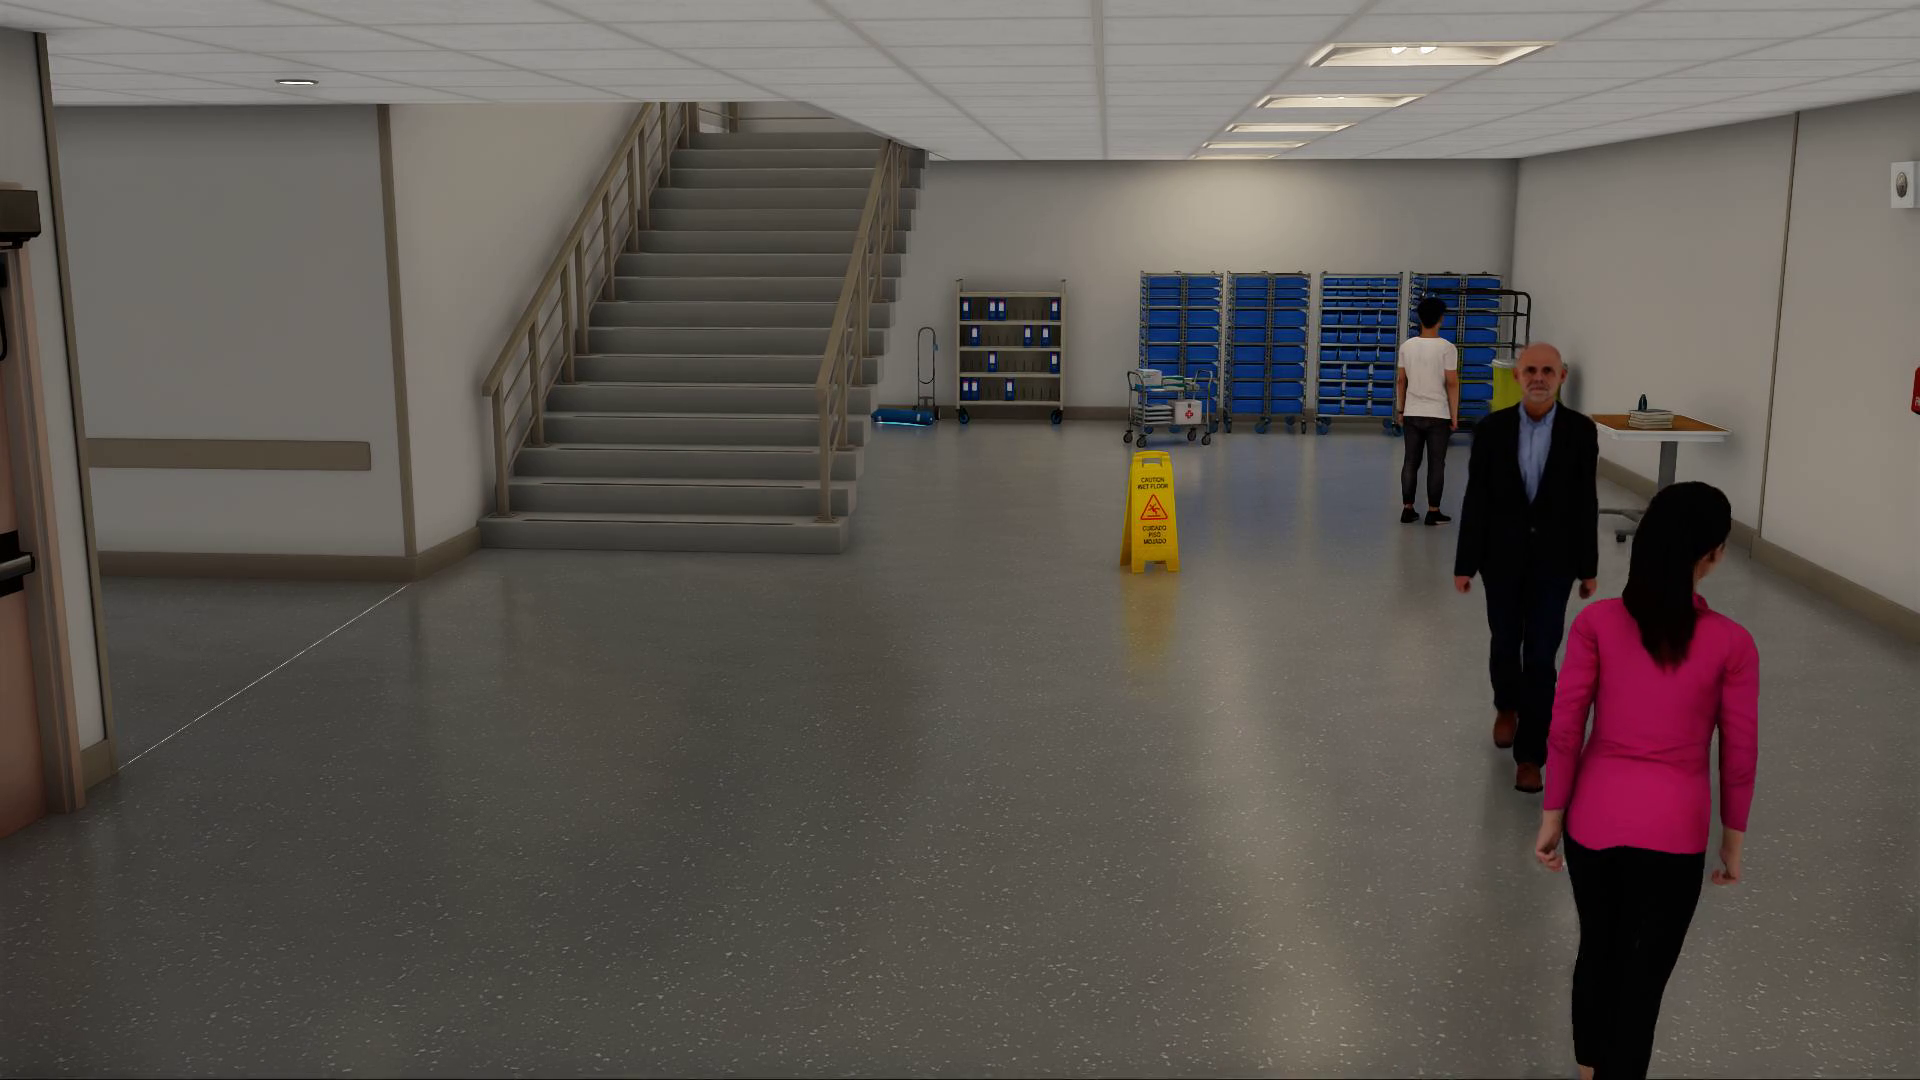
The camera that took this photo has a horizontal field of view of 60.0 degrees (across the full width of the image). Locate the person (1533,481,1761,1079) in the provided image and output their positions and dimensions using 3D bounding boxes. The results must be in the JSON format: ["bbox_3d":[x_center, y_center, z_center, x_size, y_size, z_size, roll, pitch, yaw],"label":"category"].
[{"bbox_3d":[1.528,0.723,3.827,0.830,1.667,0.948,7,13,33],"label":"person"}]

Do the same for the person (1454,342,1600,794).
[{"bbox_3d":[2.359,0.082,6.922,0.949,1.772,1.289,4,12,21],"label":"person"}]

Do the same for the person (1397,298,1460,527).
[{"bbox_3d":[3.561,-0.987,12.694,0.706,1.721,0.724,9,14,39],"label":"person"}]
